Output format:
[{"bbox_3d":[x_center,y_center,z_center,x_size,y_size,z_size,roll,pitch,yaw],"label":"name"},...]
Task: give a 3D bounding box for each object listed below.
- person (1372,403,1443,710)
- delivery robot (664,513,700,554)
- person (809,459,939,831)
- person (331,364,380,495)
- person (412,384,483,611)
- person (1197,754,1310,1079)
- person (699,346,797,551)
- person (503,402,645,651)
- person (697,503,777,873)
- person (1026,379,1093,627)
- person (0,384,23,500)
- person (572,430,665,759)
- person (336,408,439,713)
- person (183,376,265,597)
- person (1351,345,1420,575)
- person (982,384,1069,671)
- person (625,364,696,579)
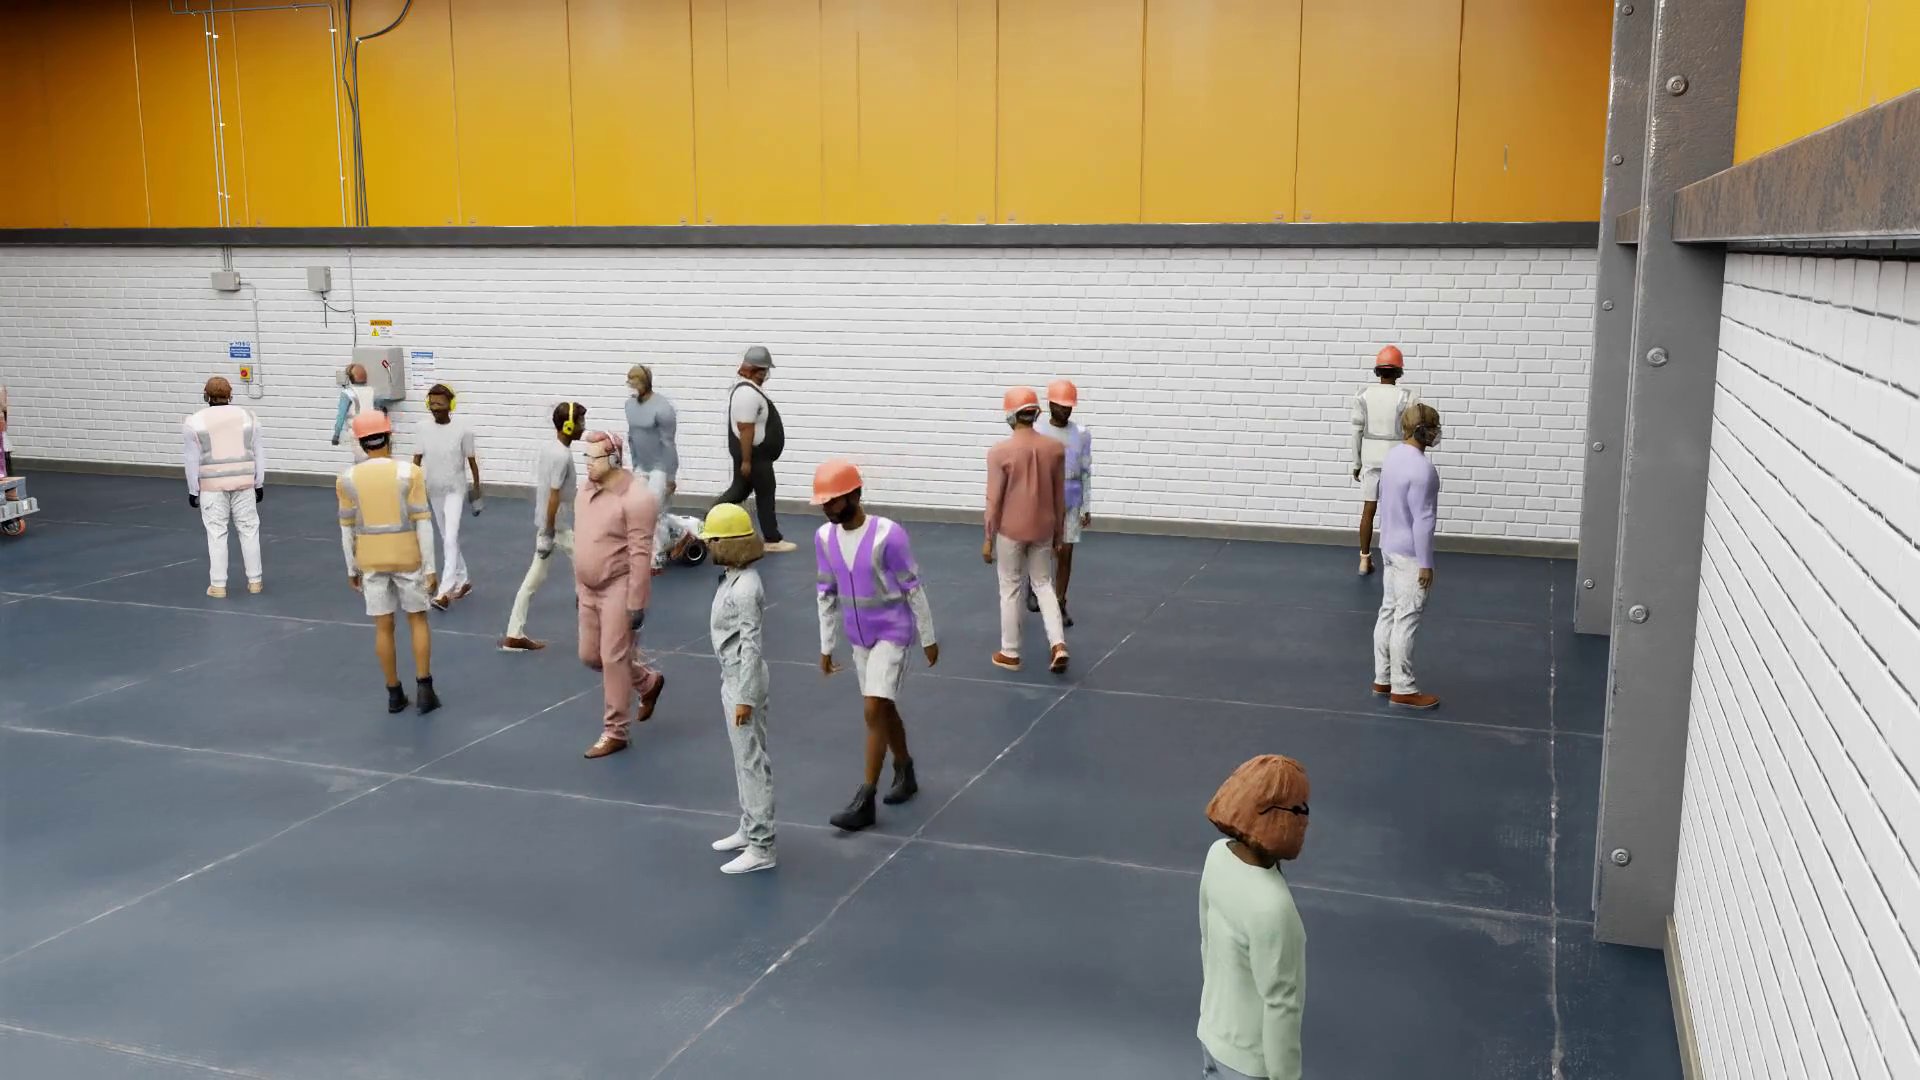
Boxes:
[{"bbox_3d":[2.849,0.096,10.566,0.352,1.937,0.635,-1,10,-6],"label":"person"},{"bbox_3d":[-2.744,-0.078,15.176,0.707,0.478,0.477,-6,12,-32],"label":"delivery robot"},{"bbox_3d":[-0.475,0.506,8.466,0.575,1.862,0.906,8,13,36],"label":"person"},{"bbox_3d":[-6.764,-1.175,18.676,0.864,1.591,0.526,5,11,24],"label":"person"},{"bbox_3d":[-4.185,-0.351,13.463,0.512,1.807,0.984,2,10,9],"label":"person"},{"bbox_3d":[0.768,1.351,4.361,0.285,1.633,0.498,-2,10,-12],"label":"person"},{"bbox_3d":[-2.062,-0.877,15.760,0.937,2.000,0.716,-2,10,-10],"label":"person"},{"bbox_3d":[-2.855,-0.092,12.022,1.029,1.803,0.498,-6,12,-31],"label":"person"},{"bbox_3d":[-1.048,0.687,7.794,0.325,1.740,0.492,-2,10,-13],"label":"person"},{"bbox_3d":[0.742,-0.294,12.837,0.542,1.919,0.526,-3,10,-16],"label":"person"},{"bbox_3d":[-11.077,-1.239,18.891,0.862,1.656,0.539,6,12,30],"label":"person"},{"bbox_3d":[-1.970,0.285,9.674,0.645,1.886,0.656,9,13,41],"label":"person"},{"bbox_3d":[-3.575,0.139,10.438,0.605,1.905,0.404,-1,10,-7],"label":"person"},{"bbox_3d":[-6.126,-0.443,13.877,0.623,1.844,0.429,-7,12,-36],"label":"person"},{"bbox_3d":[3.760,-0.689,14.684,0.613,2.047,0.362,6,12,32],"label":"person"},{"bbox_3d":[0.452,-0.068,11.368,0.630,1.993,0.524,-5,11,-26],"label":"person"},{"bbox_3d":[-2.624,-0.609,14.629,0.649,1.911,0.698,9,14,42],"label":"person"}]
